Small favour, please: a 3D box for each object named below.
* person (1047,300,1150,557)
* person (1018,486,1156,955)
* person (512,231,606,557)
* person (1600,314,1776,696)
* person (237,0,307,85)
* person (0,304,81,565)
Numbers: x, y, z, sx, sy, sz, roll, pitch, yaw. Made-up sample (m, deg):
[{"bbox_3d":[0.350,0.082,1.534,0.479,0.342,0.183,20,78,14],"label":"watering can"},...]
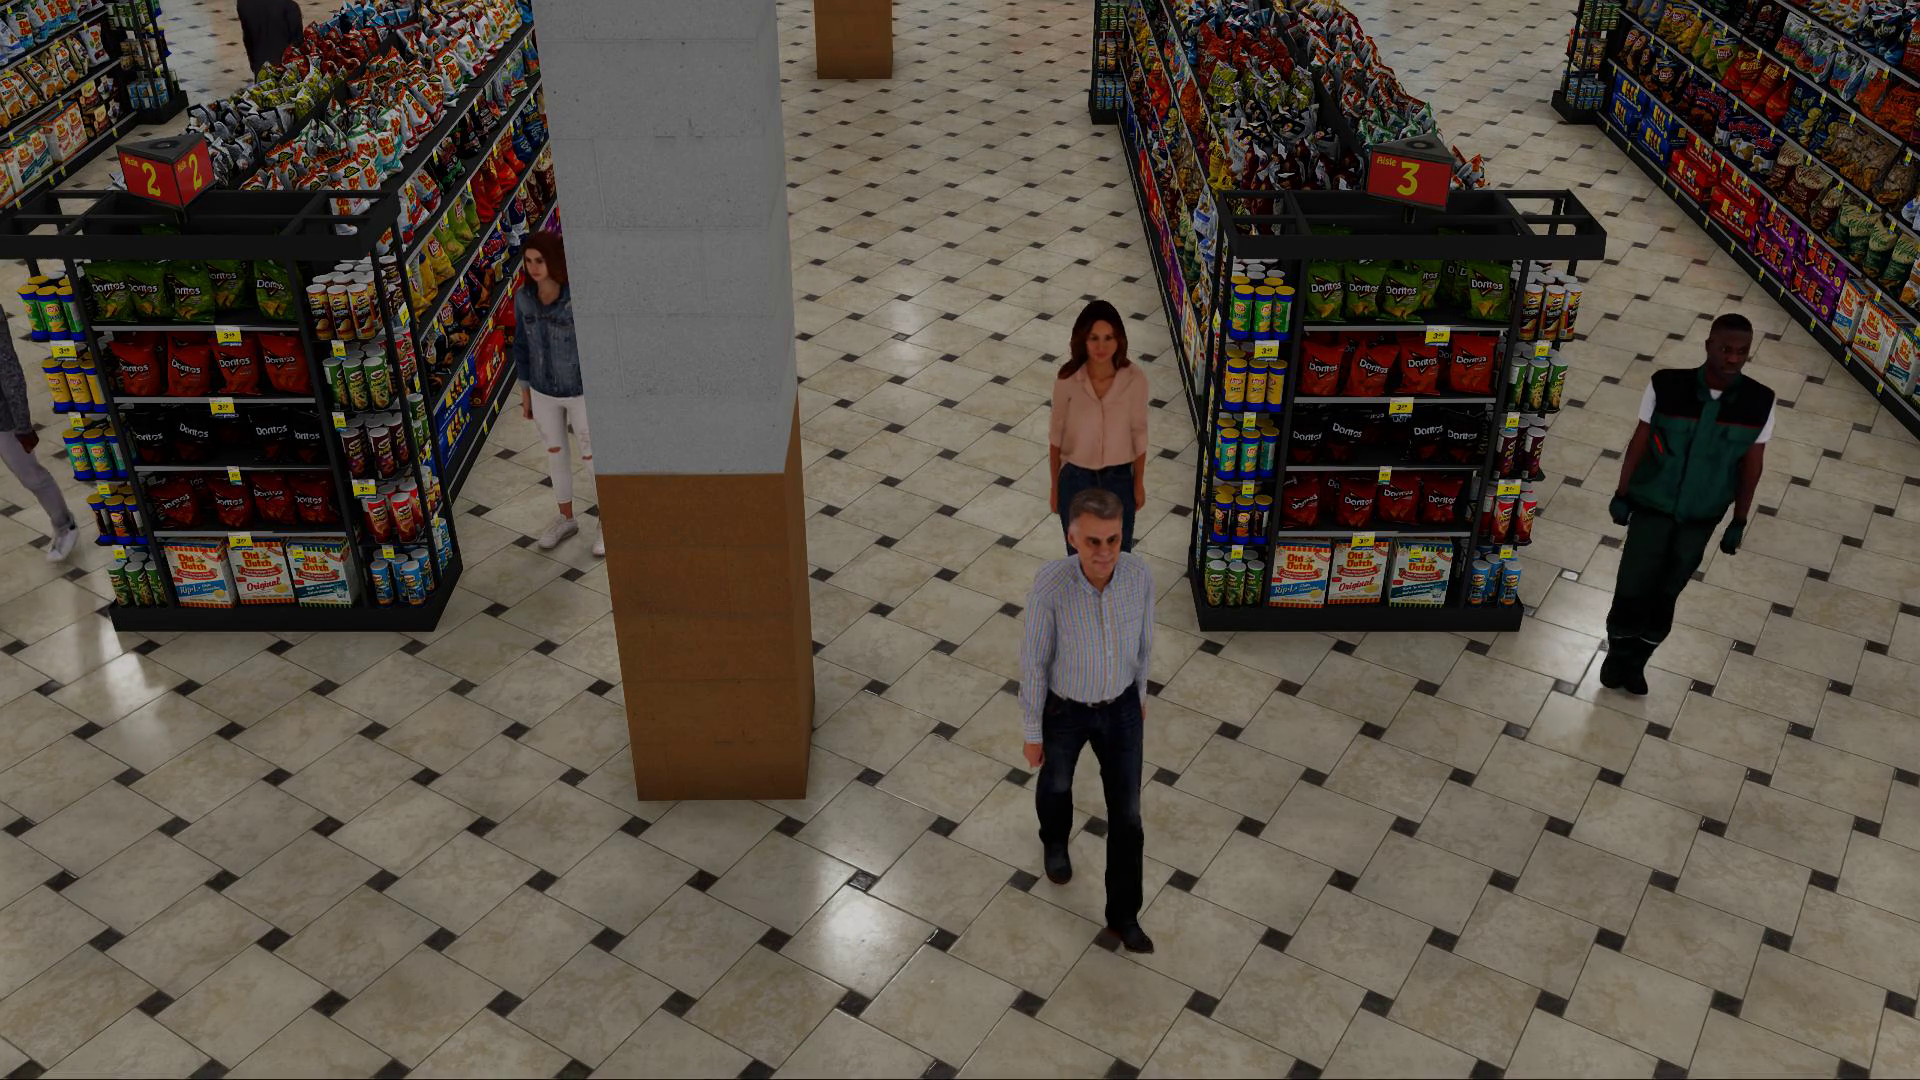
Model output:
[{"bbox_3d":[0.598,-0.278,7.390,0.593,1.776,0.888,0,32,0],"label":"person"},{"bbox_3d":[0.437,0.549,6.050,0.810,1.788,1.103,-7,33,-11],"label":"person"},{"bbox_3d":[-1.934,-0.722,8.174,0.663,1.701,0.591,7,33,11],"label":"person"},{"bbox_3d":[3.069,-0.169,7.165,0.757,1.827,0.735,7,33,11],"label":"person"},{"bbox_3d":[-5.063,-3.389,12.374,0.893,1.792,1.243,7,32,10],"label":"person"},{"bbox_3d":[-4.572,-0.599,7.892,0.688,1.791,1.142,0,32,1],"label":"person"}]
